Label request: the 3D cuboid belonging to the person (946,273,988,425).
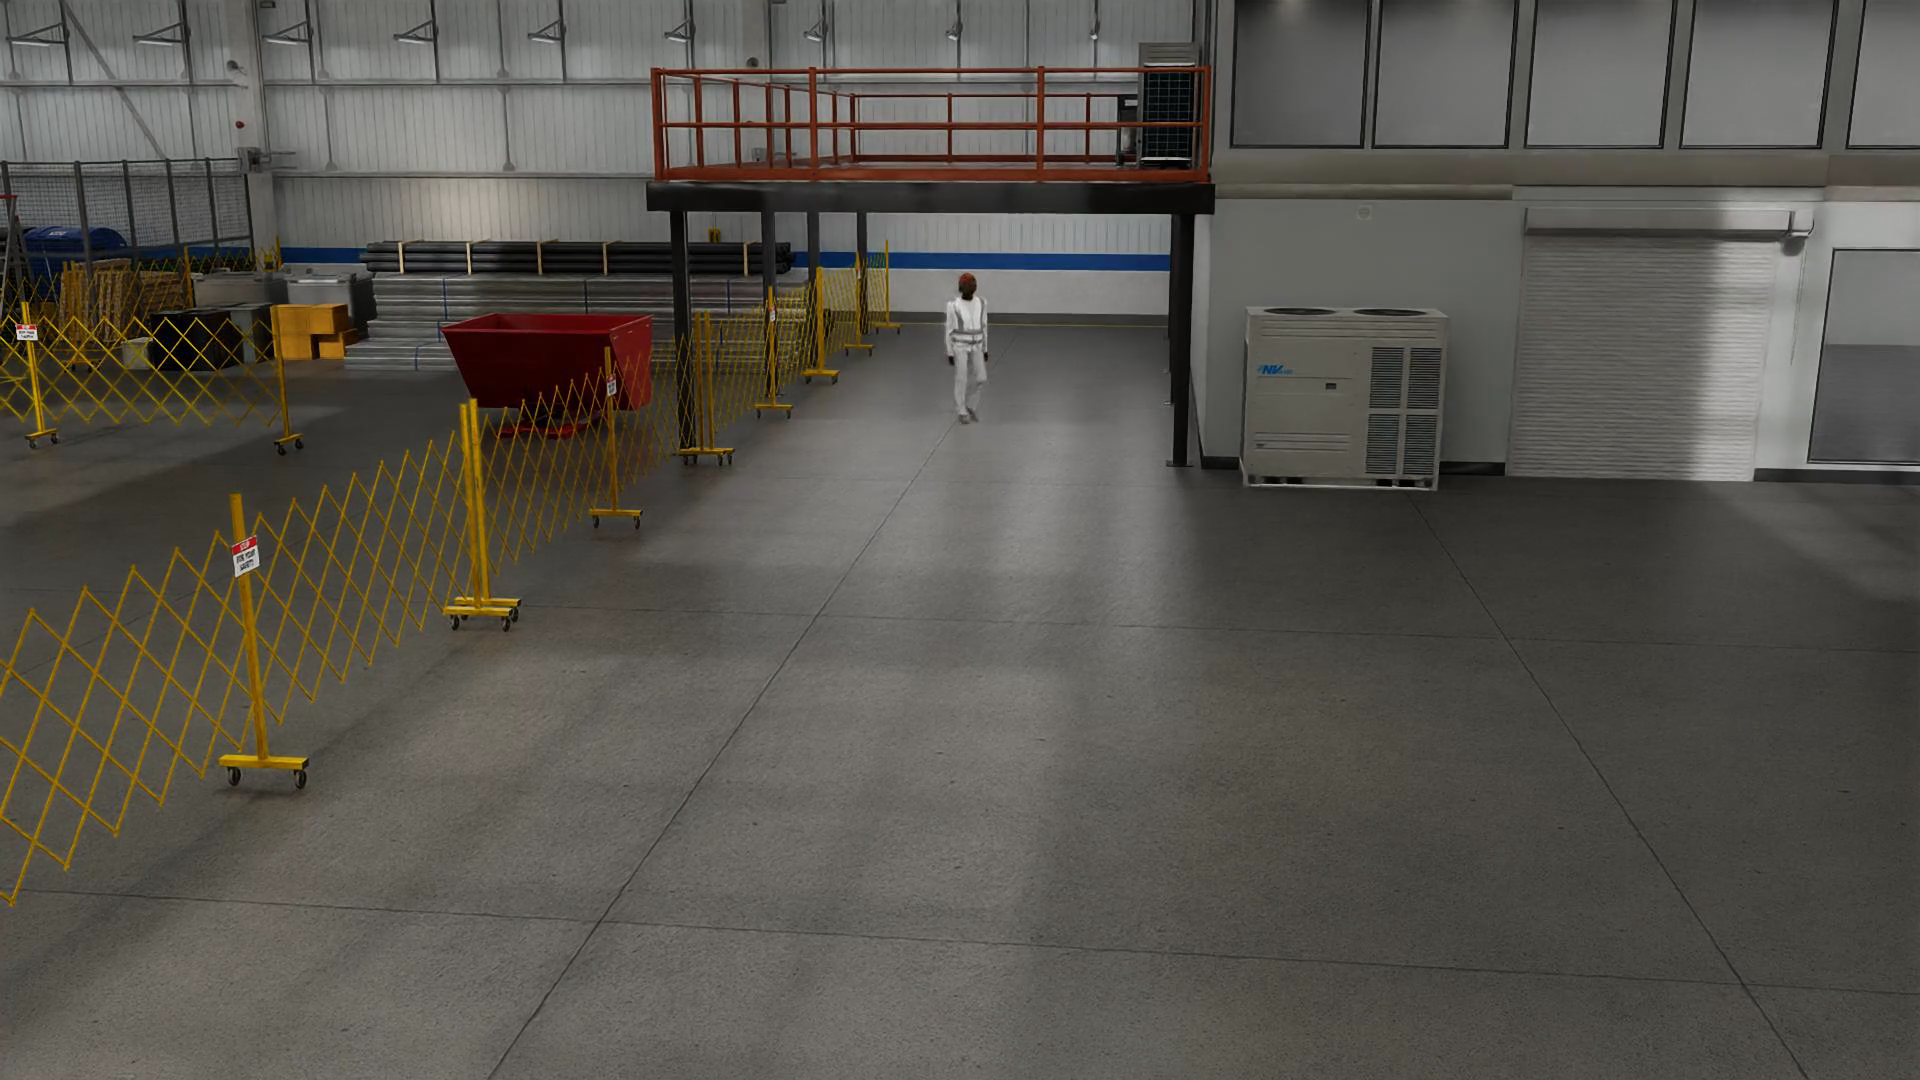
[{"bbox_3d":[0.095,-2.340,20.460,0.601,1.866,0.432,-7,15,-27],"label":"person"}]
